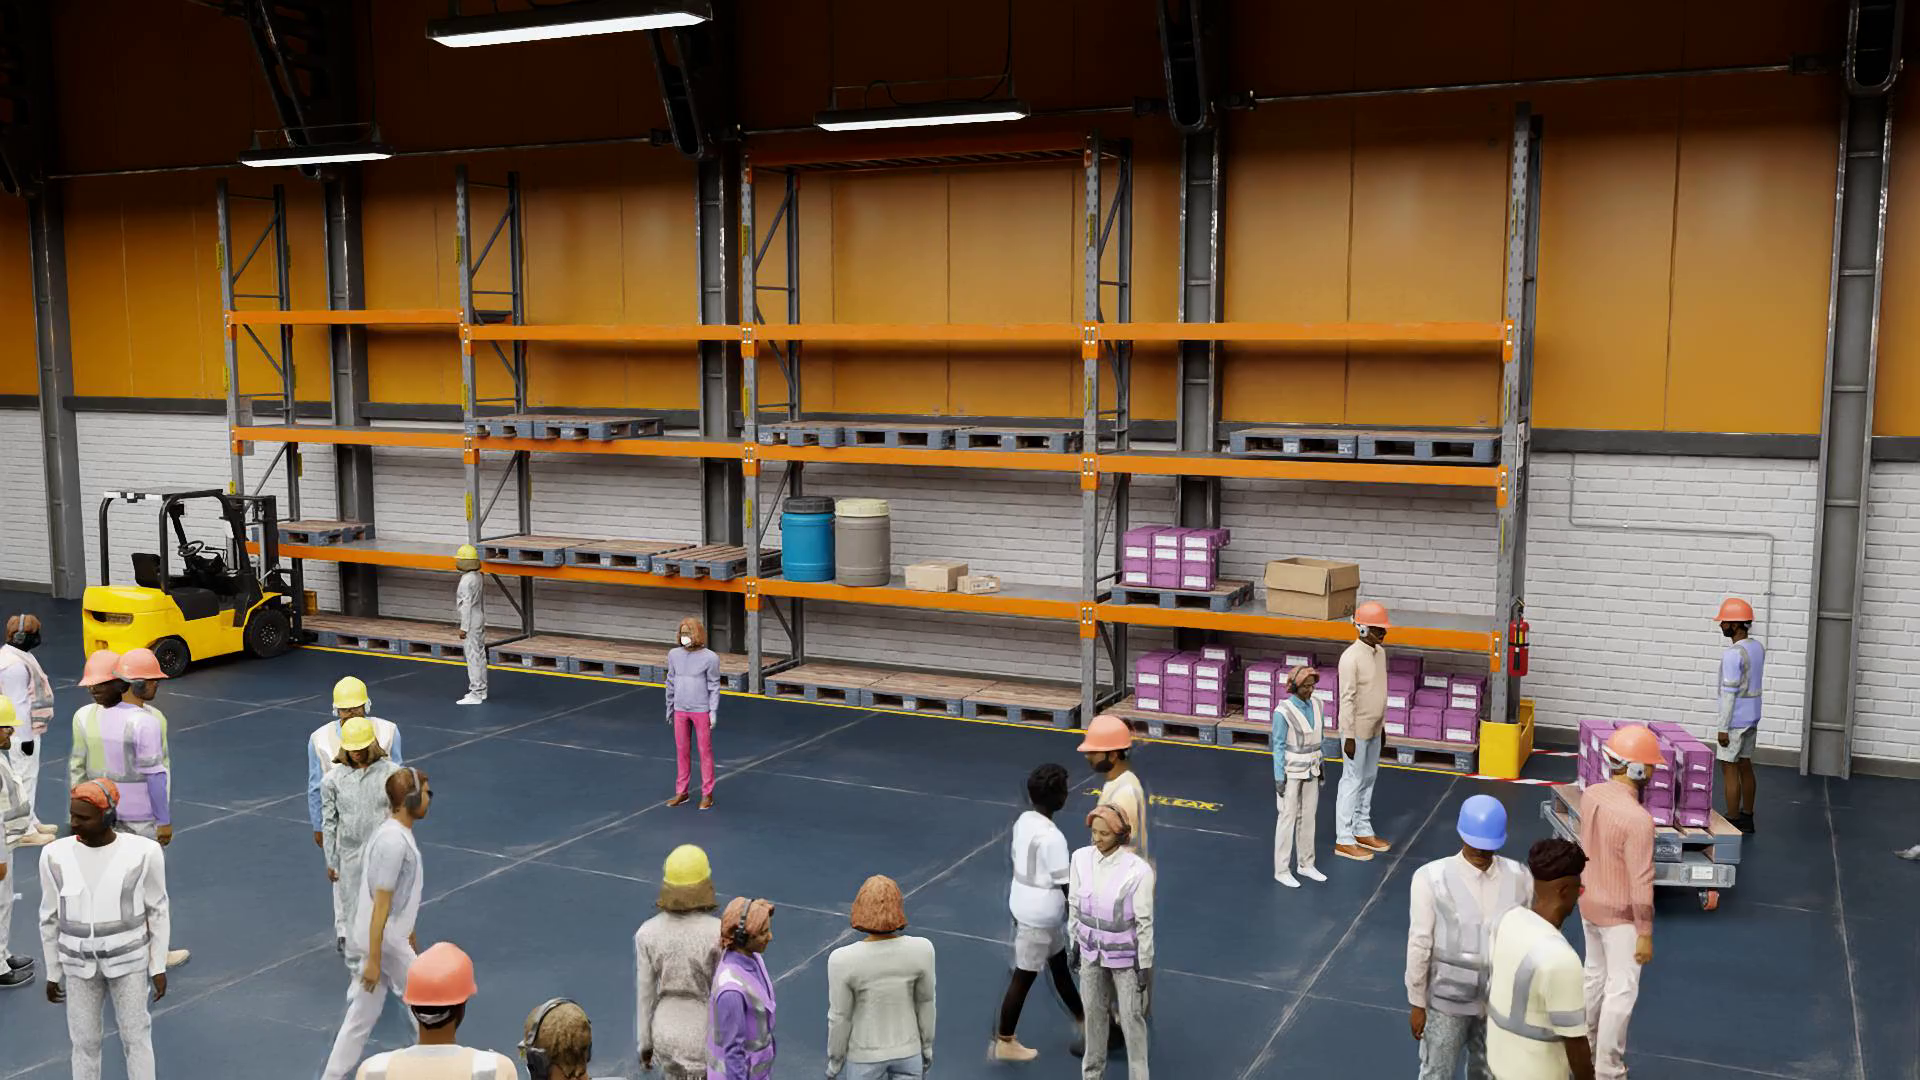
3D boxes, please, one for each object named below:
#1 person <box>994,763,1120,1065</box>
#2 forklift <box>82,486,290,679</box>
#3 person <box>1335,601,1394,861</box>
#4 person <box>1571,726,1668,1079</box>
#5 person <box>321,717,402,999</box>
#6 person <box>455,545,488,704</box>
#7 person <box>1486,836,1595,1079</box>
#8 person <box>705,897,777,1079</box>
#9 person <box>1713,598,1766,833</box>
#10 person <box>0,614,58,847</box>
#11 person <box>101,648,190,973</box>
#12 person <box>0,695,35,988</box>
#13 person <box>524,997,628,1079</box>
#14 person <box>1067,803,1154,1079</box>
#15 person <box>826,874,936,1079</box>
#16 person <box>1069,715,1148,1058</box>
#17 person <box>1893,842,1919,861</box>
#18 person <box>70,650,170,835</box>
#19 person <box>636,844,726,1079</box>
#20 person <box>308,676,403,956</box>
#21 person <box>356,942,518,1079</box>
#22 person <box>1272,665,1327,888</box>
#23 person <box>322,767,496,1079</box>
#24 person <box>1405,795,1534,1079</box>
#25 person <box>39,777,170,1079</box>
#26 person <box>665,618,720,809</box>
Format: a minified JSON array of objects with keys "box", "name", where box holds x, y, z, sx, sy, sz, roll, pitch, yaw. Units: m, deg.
[{"box":[0.563,2.048,9.152,0.842,1.660,0.541,-1,7,-11],"name":"person"},{"box":[-9.426,0.454,20.179,1.214,2.155,2.313,3,8,26],"name":"forklift"},{"box":[3.119,1.453,12.793,0.399,1.988,0.615,6,9,40],"name":"person"},{"box":[3.459,1.948,8.713,0.408,1.982,0.625,-1,7,-7],"name":"person"},{"box":[-3.586,1.911,10.049,0.489,1.728,0.323,-2,7,-19],"name":"person"},{"box":[-5.357,0.919,18.181,0.294,1.744,0.486,0,7,0],"name":"person"},{"box":[2.431,2.191,6.845,0.582,1.934,0.654,0,7,2],"name":"person"},{"box":[-0.930,2.315,7.113,0.319,1.631,0.524,0,7,0],"name":"person"},{"box":[6.183,1.421,13.295,0.545,1.930,0.380,-6,9,-41],"name":"person"},{"box":[-7.367,1.491,13.106,0.429,1.833,0.634,-4,8,-29],"name":"person"},{"box":[-5.181,1.697,10.538,0.615,2.038,0.395,5,8,33],"name":"person"},{"box":[-5.931,1.848,10.217,0.403,1.817,0.603,-5,8,-34],"name":"person"},{"box":[-1.231,2.393,5.264,0.381,1.929,0.635,4,8,29],"name":"person"},{"box":[0.777,2.144,8.537,0.513,1.630,0.318,6,9,39],"name":"person"},{"box":[-0.347,2.283,7.355,0.499,1.634,0.279,-2,7,-19],"name":"person"},{"box":[0.798,1.916,9.255,0.597,1.916,0.563,1,7,8],"name":"person"},{"box":[7.667,1.576,12.548,0.936,1.798,0.578,2,7,20],"name":"person"},{"box":[-5.323,1.699,10.523,0.616,2.041,0.387,1,7,6],"name":"person"},{"box":[-1.248,2.232,7.401,0.487,1.719,0.713,2,7,20],"name":"person"},{"box":[-3.900,1.777,10.777,0.596,1.826,0.403,-3,7,-20],"name":"person"},{"box":[-1.774,2.342,5.724,0.558,1.924,0.425,-1,7,-4],"name":"person"},{"box":[2.464,1.709,12.119,0.525,1.631,0.320,-6,9,-39],"name":"person"},{"box":[-2.877,2.072,8.529,0.951,1.772,0.582,-4,8,-27],"name":"person"},{"box":[2.343,2.100,7.624,0.610,1.936,0.410,-1,7,-10],"name":"person"},{"box":[-4.146,2.073,8.078,0.575,1.882,0.359,-1,7,-9],"name":"person"},{"box":[-2.275,1.465,14.122,0.497,1.633,0.285,2,7,18],"name":"person"}]
